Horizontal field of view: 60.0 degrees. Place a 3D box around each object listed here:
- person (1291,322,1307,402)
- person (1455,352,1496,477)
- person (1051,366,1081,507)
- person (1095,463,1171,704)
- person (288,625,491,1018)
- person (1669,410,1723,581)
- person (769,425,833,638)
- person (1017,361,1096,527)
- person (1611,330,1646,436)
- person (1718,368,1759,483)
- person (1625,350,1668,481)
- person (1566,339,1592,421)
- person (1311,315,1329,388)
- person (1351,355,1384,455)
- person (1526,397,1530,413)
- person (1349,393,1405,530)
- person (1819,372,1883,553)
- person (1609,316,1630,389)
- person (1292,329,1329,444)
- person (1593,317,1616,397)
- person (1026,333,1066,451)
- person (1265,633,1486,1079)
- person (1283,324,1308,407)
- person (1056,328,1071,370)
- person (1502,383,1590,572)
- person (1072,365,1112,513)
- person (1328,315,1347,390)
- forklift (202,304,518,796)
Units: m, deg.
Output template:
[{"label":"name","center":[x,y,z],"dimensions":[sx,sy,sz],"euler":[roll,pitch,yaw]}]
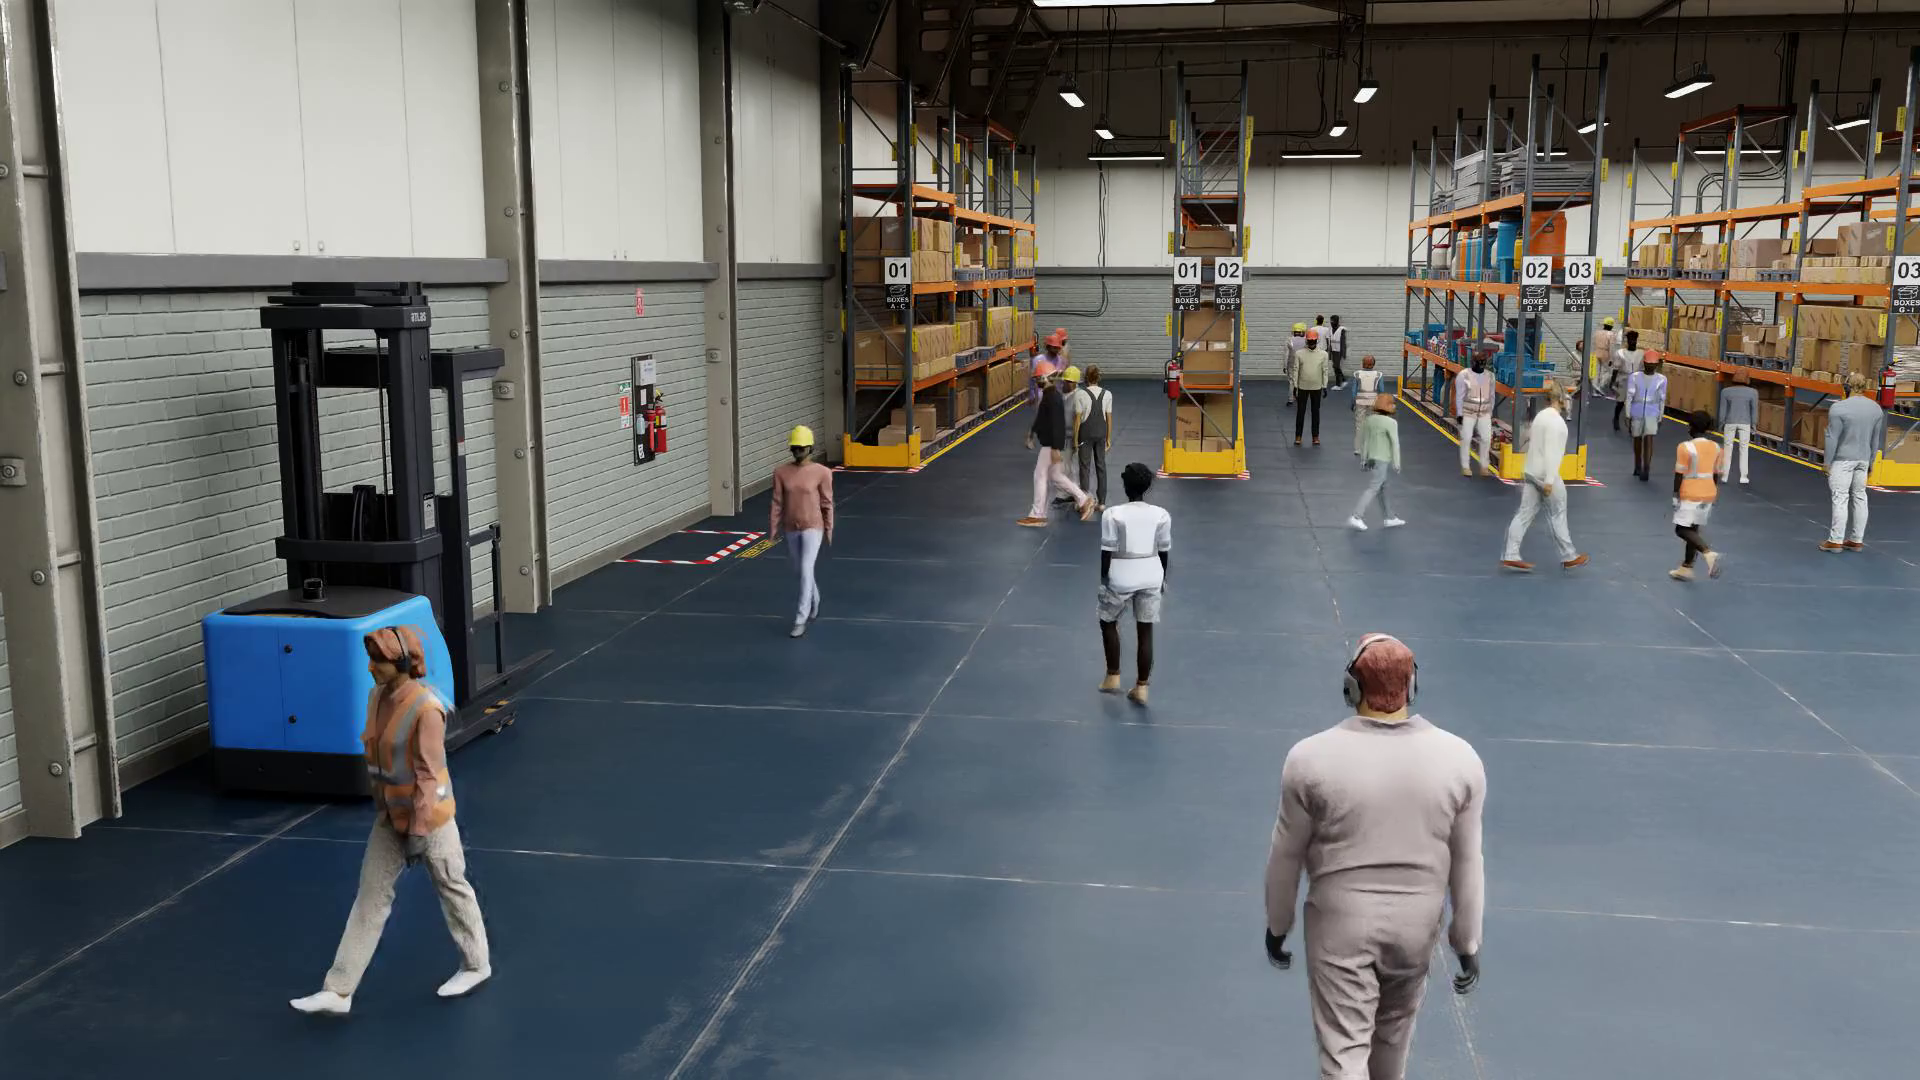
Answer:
[{"label":"person","center":[7.872,-4.113,38.395],"dimensions":[0.612,1.822,0.419],"euler":[-2,9,-11]},{"label":"person","center":[7.551,-1.821,24.283],"dimensions":[0.624,1.825,0.705],"euler":[0,9,-2]},{"label":"person","center":[1.369,-1.329,21.315],"dimensions":[0.552,1.791,0.666],"euler":[-5,10,-27]},{"label":"person","center":[1.195,0.291,11.658],"dimensions":[0.561,1.676,0.544],"euler":[-3,10,-16]},{"label":"person","center":[-2.275,1.138,6.689],"dimensions":[0.543,1.588,0.845],"euler":[8,12,41]},{"label":"person","center":[7.154,-0.409,16.009],"dimensions":[0.546,1.669,0.654],"euler":[-4,10,-21]},{"label":"person","center":[-1.311,-0.118,14.043],"dimensions":[0.525,1.735,0.866],"euler":[3,10,16]},{"label":"person","center":[1.156,-1.145,19.719],"dimensions":[0.891,1.959,0.634],"euler":[0,9,-2]},{"label":"person","center":[12.294,-2.907,30.649],"dimensions":[0.608,1.936,0.894],"euler":[1,9,6]},{"label":"person","center":[11.050,-1.624,23.629],"dimensions":[0.507,1.633,0.276],"euler":[5,10,28]},{"label":"person","center":[9.986,-1.839,24.238],"dimensions":[0.543,1.885,1.034],"euler":[4,10,25]},{"label":"person","center":[12.448,-3.219,33.454],"dimensions":[0.523,1.638,0.310],"euler":[0,9,0]},{"label":"person","center":[9.262,-4.870,42.941],"dimensions":[0.539,1.866,0.313],"euler":[1,9,4]},{"label":"person","center":[6.656,-2.205,27.197],"dimensions":[0.525,1.639,0.307],"euler":[2,9,12]},{"label":"person","center":[12.064,-3.713,35.415],"dimensions":[0.623,1.989,0.400],"euler":[2,9,9]},{"label":"person","center":[4.899,-0.928,19.463],"dimensions":[0.849,1.594,0.517],"euler":[-4,10,-22]},{"label":"person","center":[9.558,-0.834,17.850],"dimensions":[0.623,1.933,0.361],"euler":[-2,10,-14]},{"label":"person","center":[16.649,-4.663,41.620],"dimensions":[0.565,1.886,1.010],"euler":[-3,10,-20]},{"label":"person","center":[6.101,-2.672,28.978],"dimensions":[0.610,1.996,0.378],"euler":[1,9,9]},{"label":"person","center":[15.313,-4.350,39.599],"dimensions":[0.415,1.904,0.649],"euler":[-5,11,-30]},{"label":"person","center":[1.407,-2.361,27.048],"dimensions":[0.621,2.010,0.713],"euler":[-5,10,-27]},{"label":"person","center":[1.326,1.216,5.432],"dimensions":[0.668,1.860,0.909],"euler":[0,9,0]},{"label":"person","center":[7.471,-3.883,36.952],"dimensions":[0.599,1.830,0.404],"euler":[-1,9,-5]},{"label":"person","center":[1.994,-3.237,32.790],"dimensions":[0.575,1.889,0.505],"euler":[-8,12,-42]},{"label":"person","center":[5.912,-0.620,16.661],"dimensions":[0.950,1.882,0.655],"euler":[-1,9,-3]},{"label":"person","center":[1.655,-1.265,20.796],"dimensions":[0.507,1.842,0.332],"euler":[-3,10,-19]},{"label":"person","center":[9.537,-4.741,42.045],"dimensions":[0.452,1.893,0.631],"euler":[-4,10,-21]},{"label":"forklift","center":[-3.673,-0.038,10.147],"dimensions":[1.129,2.768,1.873],"euler":[1,9,9]}]
